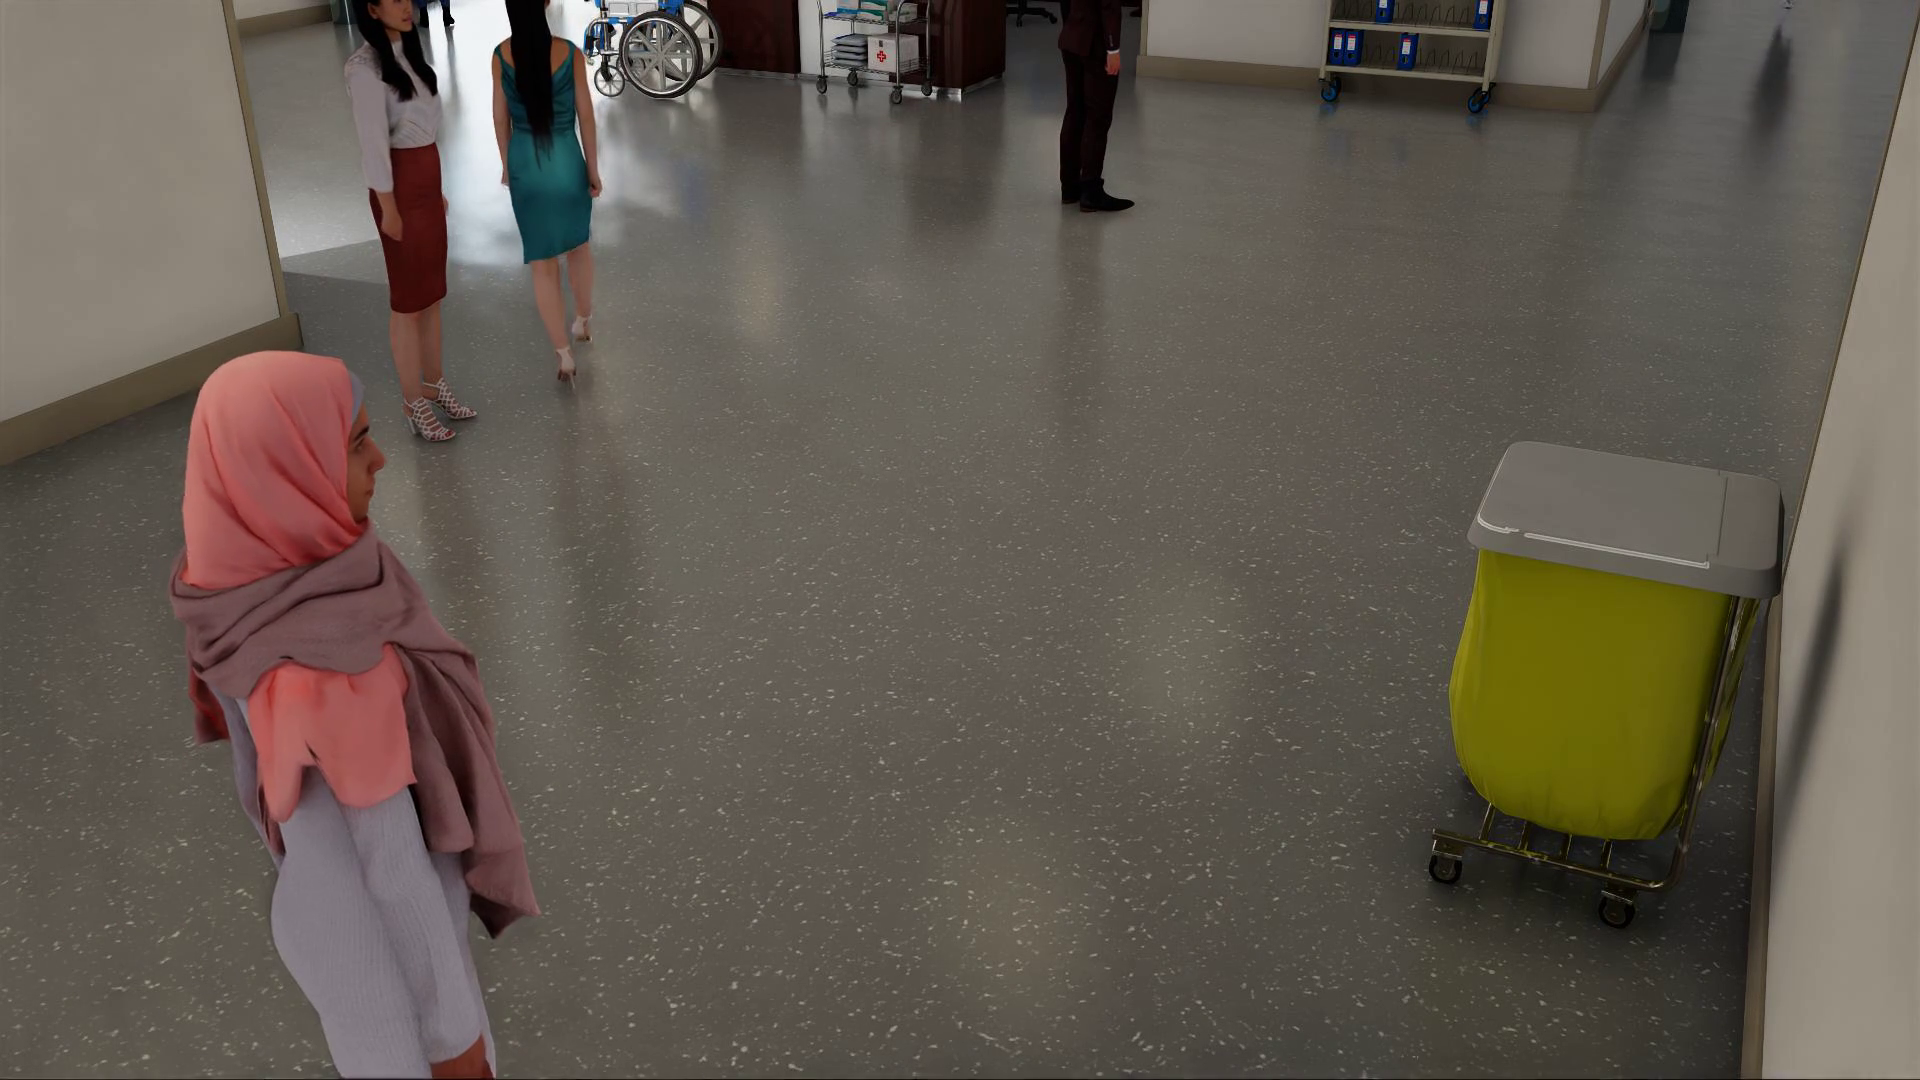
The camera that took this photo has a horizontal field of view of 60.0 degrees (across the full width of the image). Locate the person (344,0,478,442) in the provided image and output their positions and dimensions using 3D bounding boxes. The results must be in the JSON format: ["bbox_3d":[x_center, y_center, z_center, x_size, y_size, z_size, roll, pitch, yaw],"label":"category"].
[{"bbox_3d":[-2.070,-1.244,6.255,0.607,1.750,0.651,4,26,8],"label":"person"}]

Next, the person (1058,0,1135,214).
[{"bbox_3d":[0.737,-2.804,9.357,0.843,1.866,0.757,-12,28,-24],"label":"person"}]

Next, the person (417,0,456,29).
[{"bbox_3d":[-5.015,-5.655,15.539,0.659,1.632,0.736,-7,27,-14],"label":"person"}]

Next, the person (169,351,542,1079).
[{"bbox_3d":[-0.835,0.593,2.385,0.785,1.803,0.667,-20,32,-36],"label":"person"}]

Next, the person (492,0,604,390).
[{"bbox_3d":[-1.660,-1.421,6.732,0.871,1.655,0.915,-8,27,-17],"label":"person"}]
